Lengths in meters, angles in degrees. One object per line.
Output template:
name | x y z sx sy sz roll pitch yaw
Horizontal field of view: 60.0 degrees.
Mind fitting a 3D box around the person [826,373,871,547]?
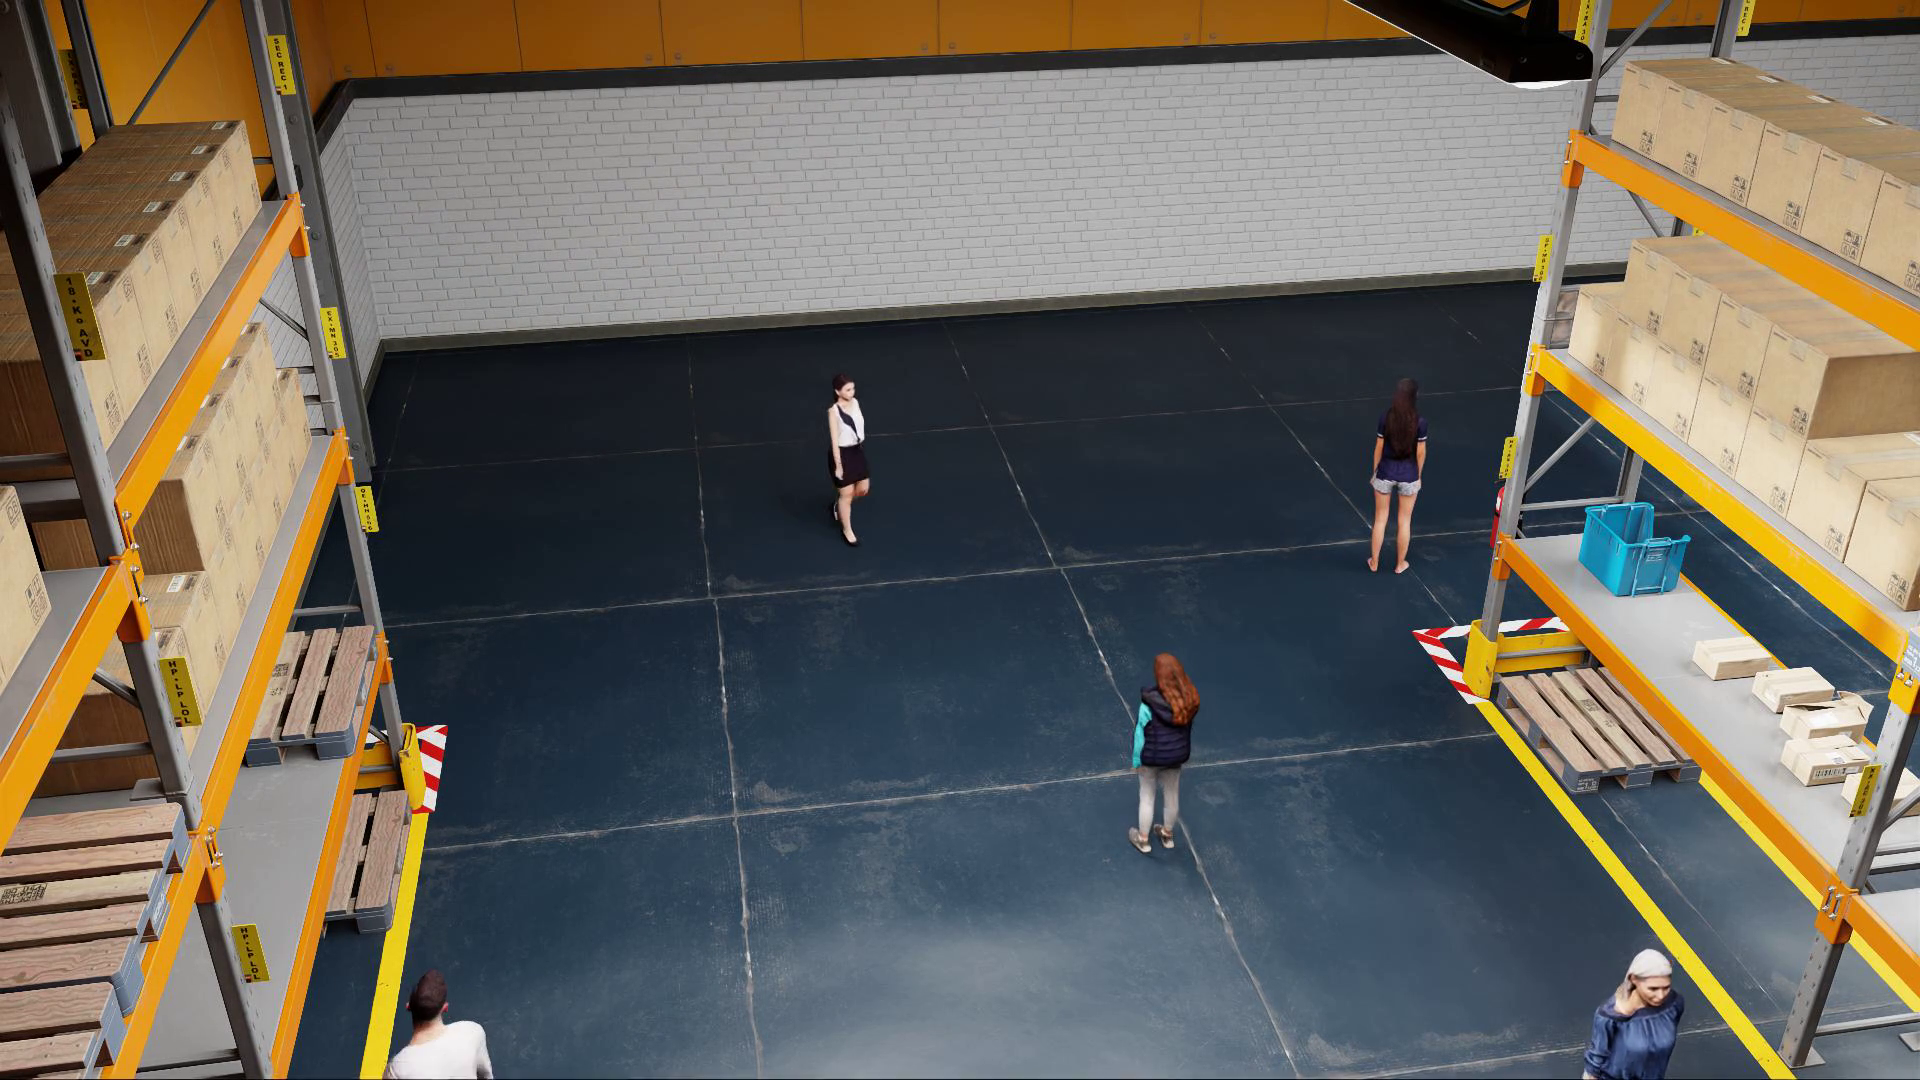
person | -1.056 -0.704 14.546 0.812 1.638 0.749 20 34 32

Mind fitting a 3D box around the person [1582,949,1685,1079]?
person | 3.289 2.669 8.319 0.638 1.680 0.631 -7 29 -13

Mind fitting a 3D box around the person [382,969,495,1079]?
person | -2.364 2.885 7.808 0.877 1.791 0.971 -25 38 -38

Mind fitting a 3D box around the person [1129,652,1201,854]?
person | 1.342 1.393 10.846 0.627 1.500 0.655 -10 30 -18

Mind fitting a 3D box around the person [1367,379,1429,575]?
person | 3.699 -0.527 14.089 0.666 1.766 0.679 9 30 16
